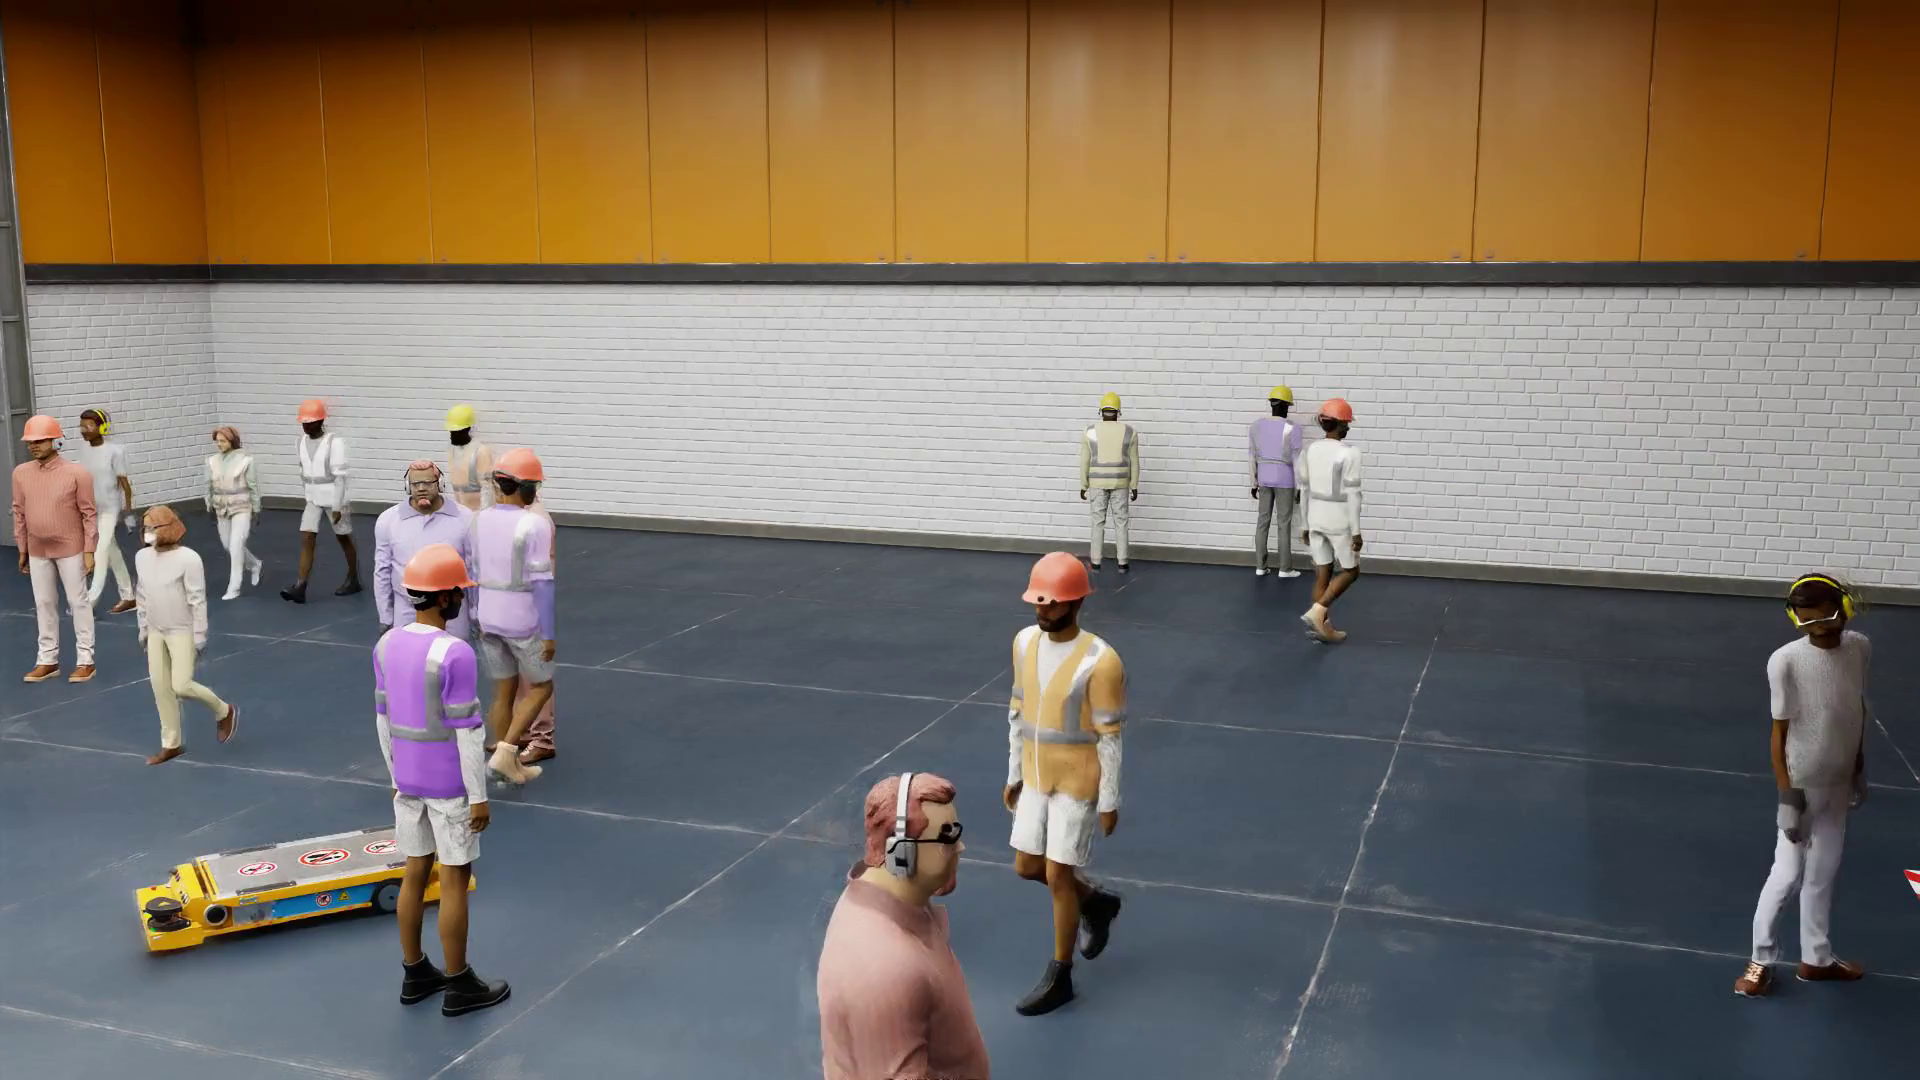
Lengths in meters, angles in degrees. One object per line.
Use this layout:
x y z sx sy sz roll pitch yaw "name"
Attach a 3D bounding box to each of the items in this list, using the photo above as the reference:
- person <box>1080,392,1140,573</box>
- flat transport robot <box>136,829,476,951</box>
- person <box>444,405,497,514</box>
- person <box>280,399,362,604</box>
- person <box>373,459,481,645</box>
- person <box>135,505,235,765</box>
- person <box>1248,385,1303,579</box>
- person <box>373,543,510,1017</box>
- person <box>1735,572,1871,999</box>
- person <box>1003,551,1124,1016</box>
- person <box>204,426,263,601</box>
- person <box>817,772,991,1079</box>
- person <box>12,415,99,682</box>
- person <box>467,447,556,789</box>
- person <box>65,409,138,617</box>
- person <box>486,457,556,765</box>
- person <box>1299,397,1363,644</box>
1.506 -0.574 16.776 0.602 1.830 0.404 0 9 2 "person"
-3.123 1.625 7.960 1.431 0.197 0.652 -5 11 -30 "flat transport robot"
-4.336 -0.267 14.747 0.615 1.871 0.970 6 11 33 "person"
-5.876 -0.357 15.266 0.553 1.869 1.028 3 9 15 "person"
-3.243 0.451 10.190 0.649 1.907 0.409 -3 10 -16 "person"
-4.844 0.573 10.339 0.504 1.621 0.469 4 10 22 "person"
3.147 -0.574 16.511 0.585 1.917 0.381 7 11 36 "person"
-2.132 0.974 6.843 0.549 1.936 0.376 6 11 32 "person"
3.616 1.019 6.927 0.670 1.832 0.335 -4 10 -21 "person"
0.466 0.974 6.911 0.616 1.919 0.563 -8 12 -42 "person"
-6.795 -0.279 15.644 0.522 1.612 0.731 2 9 10 "person"
-0.211 1.470 3.976 0.874 1.878 0.652 0 9 2 "person"
-6.684 0.068 12.289 0.612 1.995 0.393 1 9 3 "person"
-2.595 0.474 9.679 0.650 2.021 0.538 5 10 28 "person"
-7.580 -0.212 14.508 0.555 1.833 0.894 4 10 22 "person"
-2.748 0.429 10.322 0.409 1.907 0.651 -7 11 -36 "person"
2.975 -0.132 13.427 0.530 2.030 0.635 -6 11 -35 "person"
